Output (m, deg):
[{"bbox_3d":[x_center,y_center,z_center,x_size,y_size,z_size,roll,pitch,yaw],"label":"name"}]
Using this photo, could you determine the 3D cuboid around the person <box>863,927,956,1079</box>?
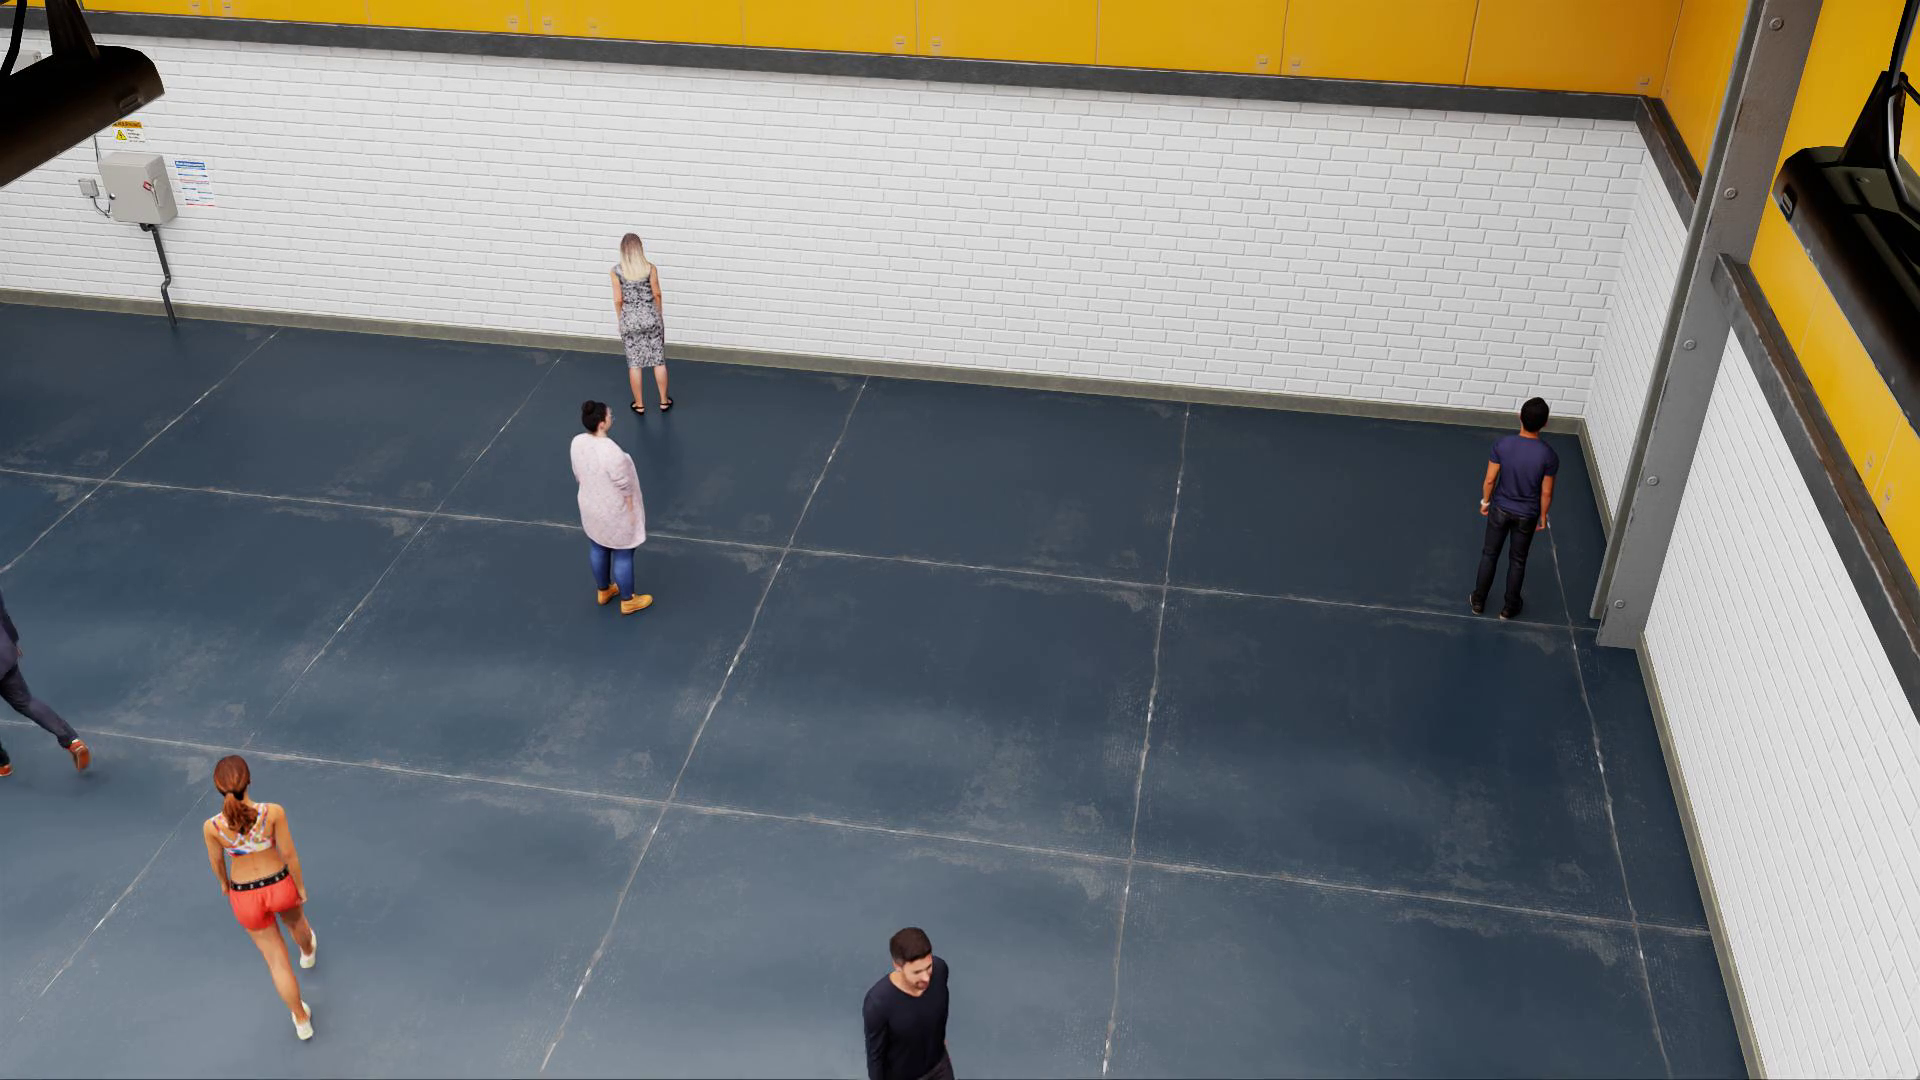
[{"bbox_3d":[-0.300,2.471,7.951,1.189,1.827,1.241,-22,40,-30],"label":"person"}]

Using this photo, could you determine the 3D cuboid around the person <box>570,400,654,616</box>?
[{"bbox_3d":[-2.573,-0.253,12.126,0.789,1.742,0.784,22,39,29],"label":"person"}]

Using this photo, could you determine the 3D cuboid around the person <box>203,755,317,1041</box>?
[{"bbox_3d":[-3.669,1.946,8.802,0.929,1.760,1.063,-16,37,-23],"label":"person"}]

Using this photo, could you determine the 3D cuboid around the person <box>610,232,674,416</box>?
[{"bbox_3d":[-2.810,-1.894,14.630,0.627,1.705,0.605,-6,34,-8],"label":"person"}]

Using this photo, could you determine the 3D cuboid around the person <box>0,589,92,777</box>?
[{"bbox_3d":[-6.072,0.807,10.482,0.815,1.798,1.050,8,35,12],"label":"person"}]

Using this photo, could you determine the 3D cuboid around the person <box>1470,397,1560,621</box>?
[{"bbox_3d":[4.006,-0.218,12.028,0.688,1.793,0.610,14,36,19],"label":"person"}]
